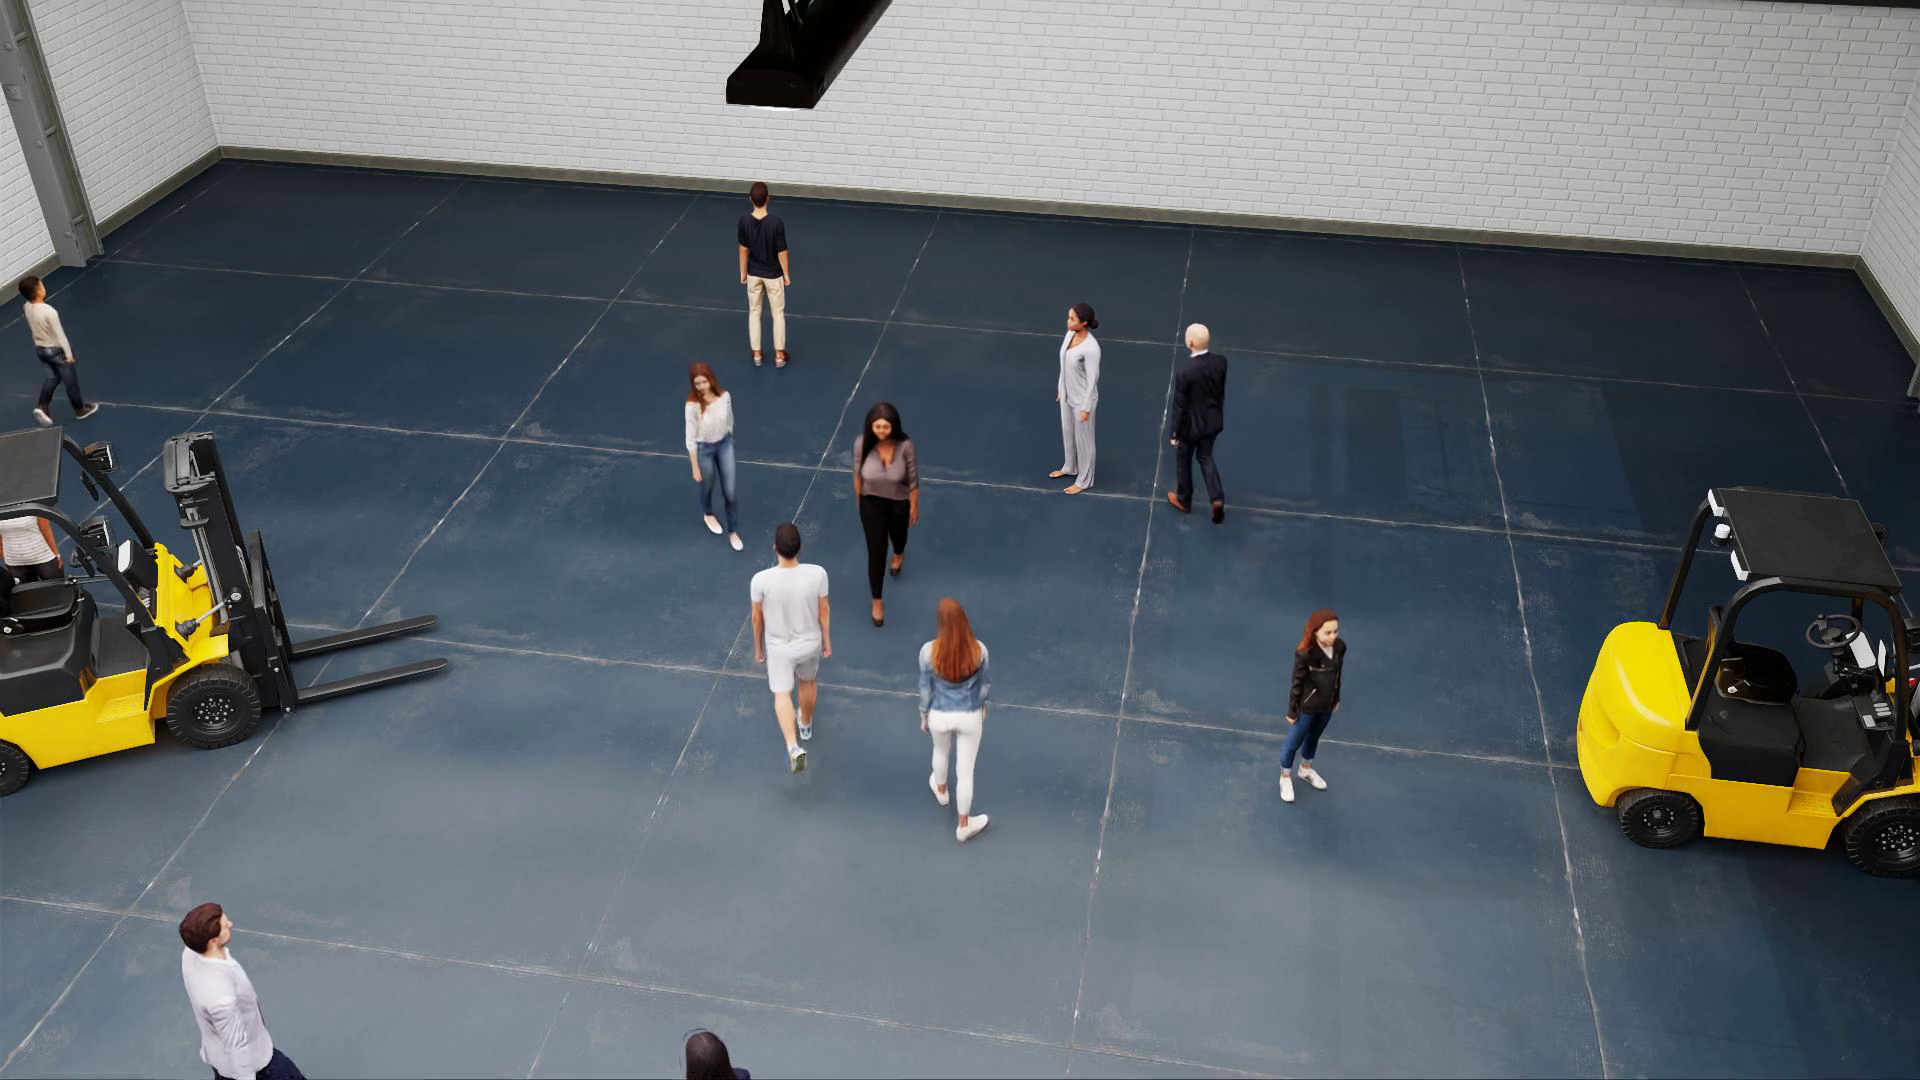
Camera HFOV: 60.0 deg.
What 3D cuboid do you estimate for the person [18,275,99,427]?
[{"bbox_3d":[-8.347,-1.699,15.193,0.647,1.453,0.863,12,35,17],"label":"person"}]

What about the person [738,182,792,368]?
[{"bbox_3d":[-1.893,-2.569,16.141,0.641,1.851,0.552,4,34,6],"label":"person"}]

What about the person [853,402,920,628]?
[{"bbox_3d":[-0.565,-0.304,12.788,0.817,1.792,1.175,0,34,0],"label":"person"}]

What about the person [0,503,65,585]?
[{"bbox_3d":[-6.868,0.106,12.307,0.611,1.643,0.587,-4,34,-5],"label":"person"}]

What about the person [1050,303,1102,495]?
[{"bbox_3d":[1.019,-1.235,14.239,0.776,1.736,0.676,-15,37,-22],"label":"person"}]

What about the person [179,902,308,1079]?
[{"bbox_3d":[-3.722,2.606,8.377,1.050,1.828,0.974,-26,41,-33],"label":"person"}]

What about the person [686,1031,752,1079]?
[{"bbox_3d":[-1.130,2.966,7.891,0.645,1.766,0.721,-25,41,-33],"label":"person"}]

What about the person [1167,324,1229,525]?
[{"bbox_3d":[2.004,-0.922,13.726,0.993,1.782,1.109,-13,36,-19],"label":"person"}]

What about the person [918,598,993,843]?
[{"bbox_3d":[-0.021,1.183,10.661,0.663,1.670,0.840,5,34,7],"label":"person"}]

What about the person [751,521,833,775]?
[{"bbox_3d":[-1.112,0.740,11.177,0.940,1.837,1.174,-6,34,-9],"label":"person"}]

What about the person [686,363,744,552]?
[{"bbox_3d":[-2.032,-0.755,13.553,0.872,1.695,0.982,-19,38,-26],"label":"person"}]

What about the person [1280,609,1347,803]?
[{"bbox_3d":[2.336,1.061,11.014,0.636,1.483,0.672,-16,37,-23],"label":"person"}]
